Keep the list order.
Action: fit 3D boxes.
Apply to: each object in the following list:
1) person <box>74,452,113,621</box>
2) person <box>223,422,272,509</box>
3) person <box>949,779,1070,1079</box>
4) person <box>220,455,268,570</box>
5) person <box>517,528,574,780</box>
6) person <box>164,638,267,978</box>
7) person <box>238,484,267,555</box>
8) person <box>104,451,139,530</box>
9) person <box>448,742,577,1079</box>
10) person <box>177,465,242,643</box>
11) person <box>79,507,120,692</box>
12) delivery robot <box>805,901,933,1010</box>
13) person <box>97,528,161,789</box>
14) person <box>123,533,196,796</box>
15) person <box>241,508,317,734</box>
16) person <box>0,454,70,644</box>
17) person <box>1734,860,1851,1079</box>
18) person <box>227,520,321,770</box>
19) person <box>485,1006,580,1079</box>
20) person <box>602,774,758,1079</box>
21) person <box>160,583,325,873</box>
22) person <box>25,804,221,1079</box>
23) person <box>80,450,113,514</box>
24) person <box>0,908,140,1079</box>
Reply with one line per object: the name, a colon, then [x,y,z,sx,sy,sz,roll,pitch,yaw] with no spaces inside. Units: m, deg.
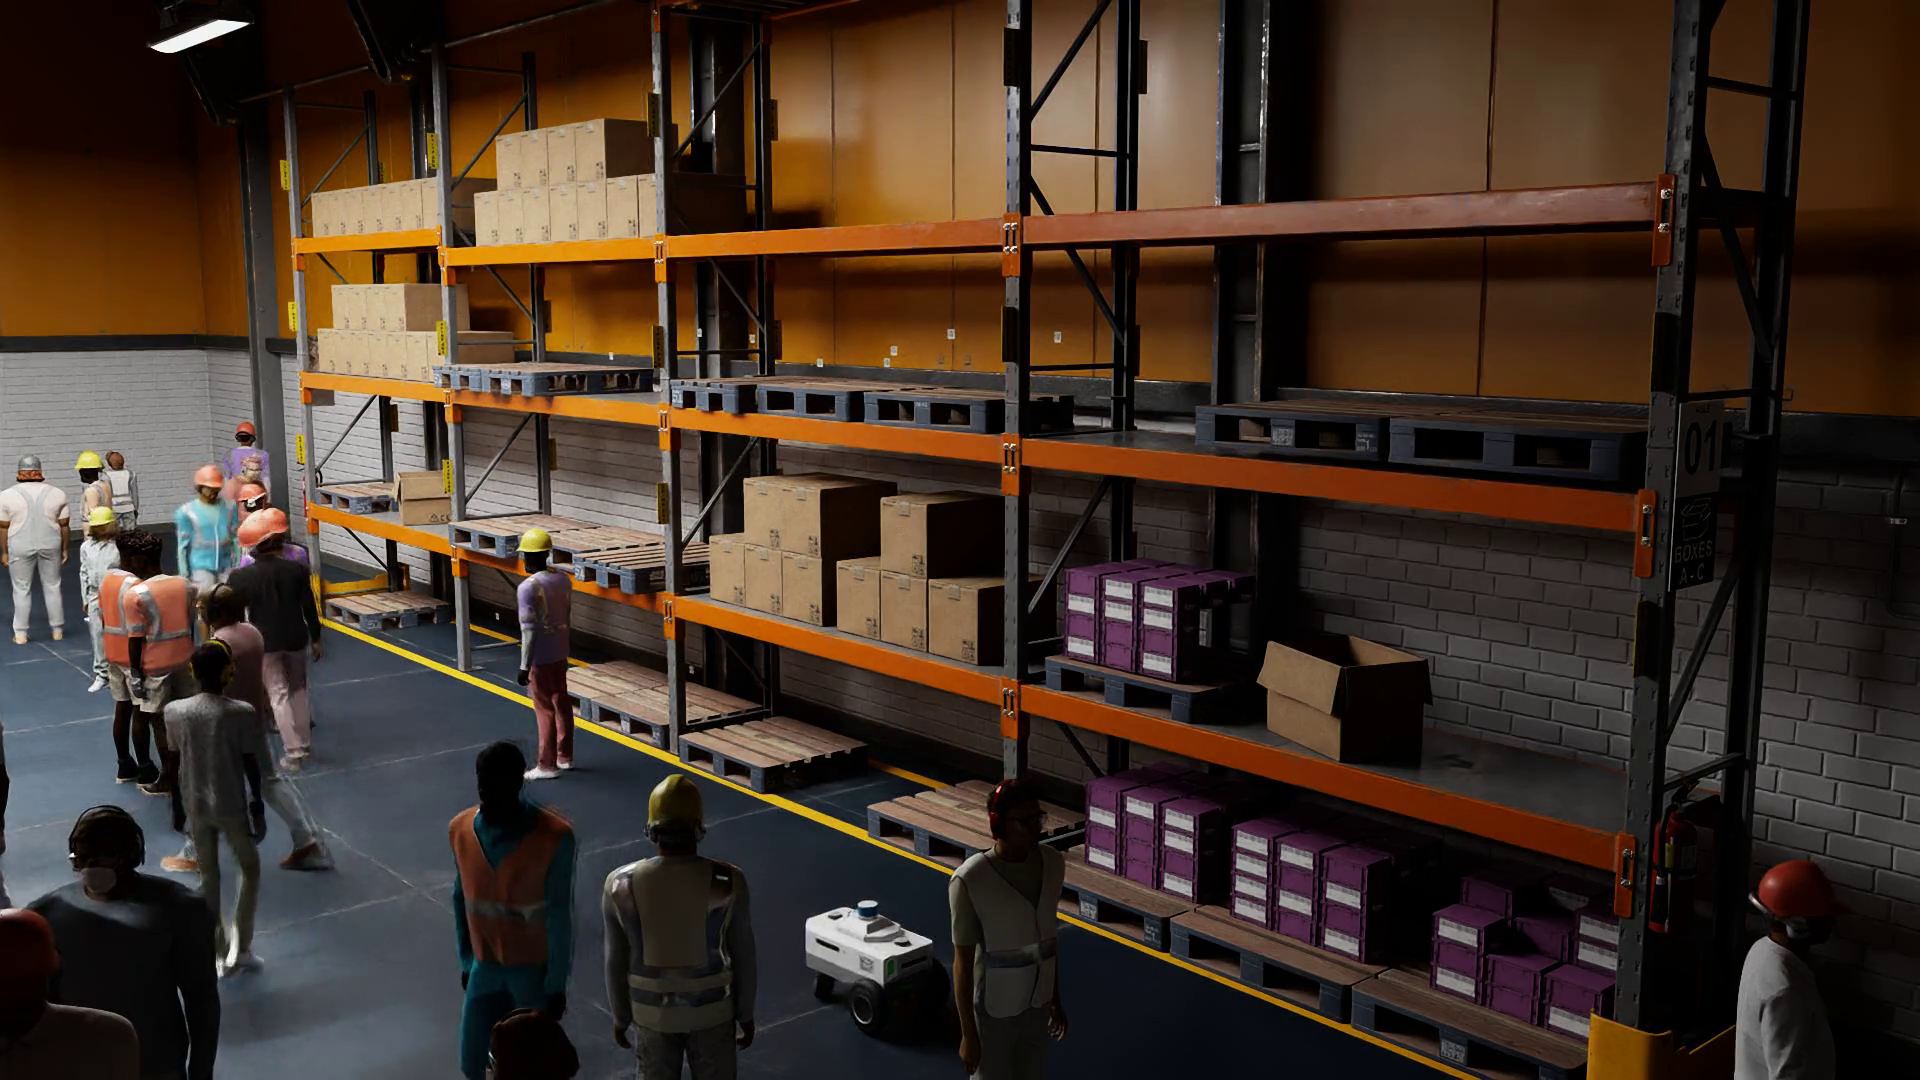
person: [-9.868,-0.040,19.009,0.359,1.930,0.588,-2,9,-16]
person: [-9.569,-0.575,22.391,0.604,2.034,0.417,-1,8,-5]
person: [0.186,1.812,6.412,0.390,1.850,0.564,8,11,43]
person: [-8.226,-0.033,19.123,0.496,1.885,0.726,3,9,18]
person: [-3.183,0.868,12.700,0.379,1.928,0.587,3,9,21]
person: [-4.001,1.446,8.938,0.546,1.856,0.372,-1,8,-4]
person: [-7.370,0.278,17.465,0.350,1.739,0.574,0,8,-2]
person: [-11.272,-0.372,22.304,0.307,1.645,0.514,8,11,43]
person: [-1.829,1.733,6.810,0.589,1.894,0.458,2,9,16]
person: [-7.504,0.250,16.660,0.498,2.024,0.633,8,11,42]
person: [-7.943,0.559,15.514,0.511,1.737,0.354,-1,8,-5]
delivery robot: [-0.475,2.101,8.554,0.707,0.478,0.477,8,12,44]
person: [-6.199,0.882,12.501,0.602,1.958,0.390,6,10,37]
person: [-5.916,0.918,12.311,0.413,1.949,0.606,3,9,22]
person: [-5.743,0.679,14.046,0.551,1.923,0.390,-6,10,-38]
person: [-9.919,0.076,17.821,0.685,2.000,0.535,-7,11,-39]
person: [2.840,1.955,5.735,0.321,1.755,0.563,3,9,19]
person: [-5.359,0.809,13.014,0.646,1.952,0.631,-7,11,-39]
person: [-1.225,2.144,4.850,0.285,1.633,0.501,-5,9,-29]
person: [-1.075,1.811,6.478,0.586,1.834,0.403,0,8,-2]
person: [-4.575,1.200,10.558,1.022,1.896,0.635,1,8,10]
person: [-2.908,1.856,5.801,0.629,1.940,0.377,-2,8,-12]
person: [-11.182,-0.301,21.520,0.492,1.730,0.324,3,9,22]
person: [-2.625,1.990,4.716,0.621,1.986,0.409,-4,9,-24]
